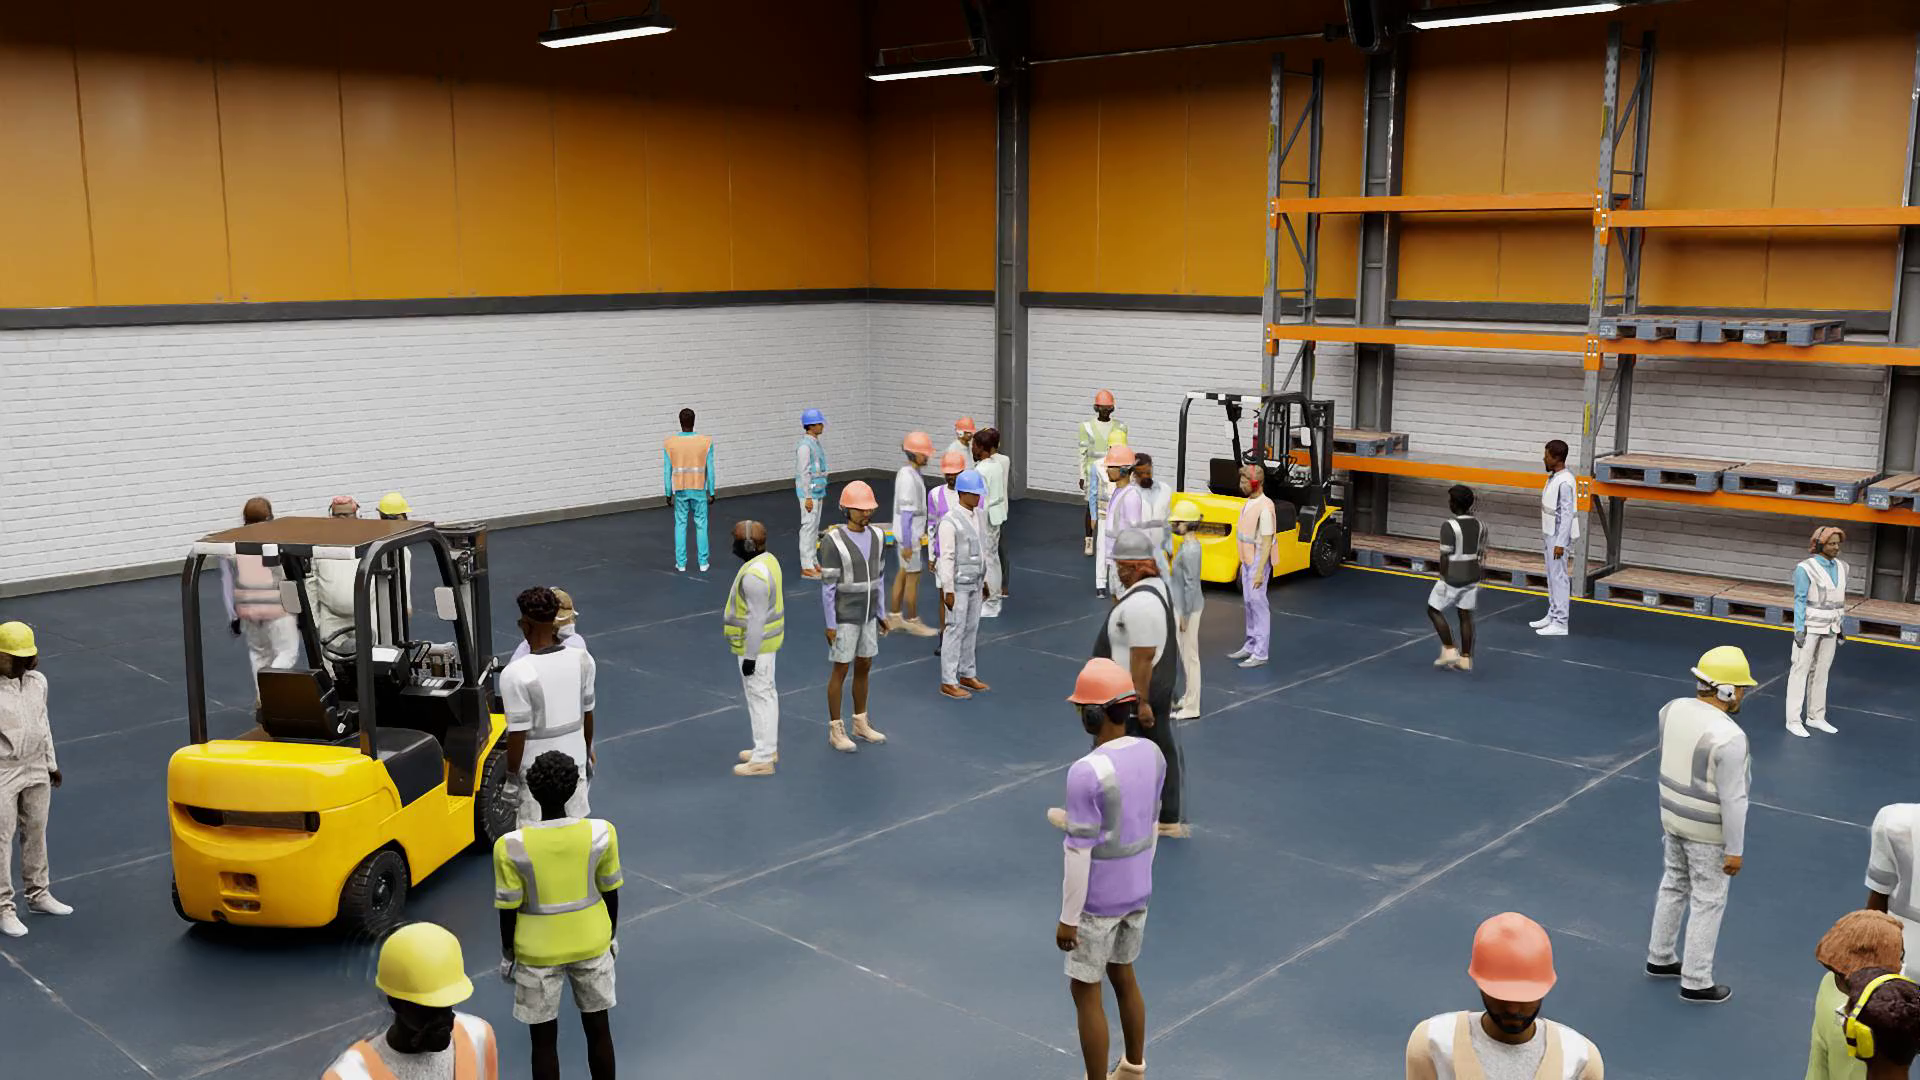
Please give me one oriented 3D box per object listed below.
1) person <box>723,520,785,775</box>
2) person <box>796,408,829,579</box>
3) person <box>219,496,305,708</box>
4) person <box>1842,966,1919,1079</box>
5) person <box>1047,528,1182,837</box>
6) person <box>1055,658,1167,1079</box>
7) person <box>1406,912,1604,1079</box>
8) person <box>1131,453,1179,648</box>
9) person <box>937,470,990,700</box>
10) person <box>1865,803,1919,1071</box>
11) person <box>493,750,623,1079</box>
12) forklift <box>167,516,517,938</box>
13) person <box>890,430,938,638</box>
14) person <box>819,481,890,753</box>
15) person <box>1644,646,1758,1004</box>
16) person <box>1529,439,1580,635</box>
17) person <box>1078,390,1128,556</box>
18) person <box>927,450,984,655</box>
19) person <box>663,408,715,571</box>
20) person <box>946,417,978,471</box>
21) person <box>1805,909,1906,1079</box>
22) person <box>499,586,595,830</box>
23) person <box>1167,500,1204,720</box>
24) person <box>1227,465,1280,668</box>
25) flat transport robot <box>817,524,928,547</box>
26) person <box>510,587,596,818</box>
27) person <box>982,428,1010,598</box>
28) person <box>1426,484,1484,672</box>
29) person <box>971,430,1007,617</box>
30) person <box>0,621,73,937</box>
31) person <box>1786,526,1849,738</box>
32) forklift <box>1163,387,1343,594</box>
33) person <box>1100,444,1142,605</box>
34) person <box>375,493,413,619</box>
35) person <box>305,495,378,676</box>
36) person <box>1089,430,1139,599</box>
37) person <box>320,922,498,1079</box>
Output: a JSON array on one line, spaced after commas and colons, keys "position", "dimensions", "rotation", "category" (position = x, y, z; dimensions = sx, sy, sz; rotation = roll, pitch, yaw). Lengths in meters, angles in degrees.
[{"position": [-1.480, 0.765, 11.964], "dimensions": [0.429, 1.839, 0.633], "rotation": [0, 10, 2], "category": "person"}, {"position": [-1.695, -0.535, 19.045], "dimensions": [0.378, 1.950, 0.610], "rotation": [1, 10, 6], "category": "person"}, {"position": [-5.487, 0.571, 13.098], "dimensions": [0.628, 1.828, 0.666], "rotation": [0, 10, -1], "category": "person"}, {"position": [2.455, 2.064, 4.518], "dimensions": [0.514, 1.861, 0.321], "rotation": [-2, 10, -10], "category": "person"}, {"position": [1.009, 0.895, 10.649], "dimensions": [0.935, 2.000, 0.687], "rotation": [5, 11, 24], "category": "person"}, {"position": [0.623, 1.511, 7.190], "dimensions": [0.409, 2.029, 0.614], "rotation": [8, 13, 38], "category": "person"}, {"position": [1.530, 1.981, 4.754], "dimensions": [0.546, 1.939, 0.375], "rotation": [2, 10, 9], "category": "person"}, {"position": [1.783, 0.111, 15.597], "dimensions": [0.707, 1.885, 0.519], "rotation": [-5, 11, -28], "category": "person"}, {"position": [0.051, 0.366, 13.964], "dimensions": [0.416, 1.940, 0.615], "rotation": [6, 12, 32], "category": "person"}, {"position": [3.858, 1.667, 6.514], "dimensions": [0.600, 1.957, 0.398], "rotation": [7, 12, 36], "category": "person"}, {"position": [-1.671, 1.712, 6.971], "dimensions": [0.535, 1.697, 0.322], "rotation": [-4, 11, -23], "category": "person"}, {"position": [-3.583, 0.976, 9.748], "dimensions": [1.214, 2.155, 2.313], "rotation": [2, 10, 11], "category": "forklift"}, {"position": [-0.460, -0.062, 16.135], "dimensions": [0.426, 2.039, 0.644], "rotation": [0, 10, 2], "category": "person"}, {"position": [-0.766, 0.564, 12.523], "dimensions": [0.609, 2.044, 0.395], "rotation": [-10, 14, -44], "category": "person"}, {"position": [3.718, 1.417, 8.321], "dimensions": [0.403, 1.817, 0.602], "rotation": [-2, 10, -11], "category": "person"}, {"position": [5.846, -0.028, 16.256], "dimensions": [0.370, 1.915, 0.597], "rotation": [2, 10, 9], "category": "person"}, {"position": [1.751, -0.817, 20.377], "dimensions": [0.607, 2.048, 0.369], "rotation": [-1, 10, -6], "category": "person"}, {"position": [-0.049, 0.129, 15.337], "dimensions": [0.544, 1.930, 0.389], "rotation": [3, 10, 17], "category": "person"}, {"position": [-3.158, -0.580, 19.432], "dimensions": [0.588, 1.910, 0.397], "rotation": [-1, 10, -7], "category": "person"}, {"position": [0.055, -0.619, 20.106], "dimensions": [0.342, 1.747, 0.582], "rotation": [6, 12, 32], "category": "person"}, {"position": [2.926, 2.001, 5.532], "dimensions": [0.276, 1.627, 0.497], "rotation": [4, 11, 24], "category": "person"}, {"position": [-2.235, 1.217, 9.027], "dimensions": [0.362, 1.963, 0.614], "rotation": [7, 12, 35], "category": "person"}, {"position": [1.801, 0.557, 13.354], "dimensions": [0.315, 1.767, 0.534], "rotation": [2, 10, 9], "category": "person"}, {"position": [2.670, 0.234, 14.992], "dimensions": [0.388, 1.837, 0.564], "rotation": [-1, 10, -5], "category": "person"}, {"position": [-1.115, -0.066, 21.155], "dimensions": [1.431, 0.197, 0.652], "rotation": [-1, 10, -8], "category": "flat transport robot"}, {"position": [-2.245, 1.201, 9.242], "dimensions": [0.383, 1.929, 0.634], "rotation": [4, 11, 20], "category": "person"}, {"position": [0.347, -0.276, 17.824], "dimensions": [0.327, 1.865, 0.517], "rotation": [6, 12, 30], "category": "person"}, {"position": [4.413, 0.342, 14.802], "dimensions": [0.557, 1.677, 0.402], "rotation": [-7, 12, -34], "category": "person"}, {"position": [0.286, -0.167, 17.047], "dimensions": [0.371, 1.916, 0.597], "rotation": [3, 10, 16], "category": "person"}, {"position": [-5.197, 1.301, 9.210], "dimensions": [0.312, 1.736, 0.483], "rotation": [3, 11, 19], "category": "person"}, {"position": [6.648, 0.702, 12.890], "dimensions": [0.514, 1.641, 0.307], "rotation": [-4, 11, -23], "category": "person"}, {"position": [3.298, -0.608, 18.767], "dimensions": [1.214, 2.155, 2.313], "rotation": [9, 13, 42], "category": "forklift"}, {"position": [1.415, 0.169, 14.773], "dimensions": [0.373, 2.042, 0.614], "rotation": [-1, 10, -7], "category": "person"}, {"position": [-4.651, 0.491, 13.729], "dimensions": [0.326, 1.769, 0.524], "rotation": [-7, 12, -36], "category": "person"}, {"position": [-4.658, 0.600, 12.706], "dimensions": [0.637, 1.911, 0.403], "rotation": [-3, 10, -15], "category": "person"}, {"position": [1.684, -0.277, 17.916], "dimensions": [0.590, 1.833, 0.403], "rotation": [-1, 10, -7], "category": "person"}, {"position": [-1.539, 1.995, 4.738], "dimensions": [0.448, 1.914, 0.616], "rotation": [6, 12, 33], "category": "person"}]
